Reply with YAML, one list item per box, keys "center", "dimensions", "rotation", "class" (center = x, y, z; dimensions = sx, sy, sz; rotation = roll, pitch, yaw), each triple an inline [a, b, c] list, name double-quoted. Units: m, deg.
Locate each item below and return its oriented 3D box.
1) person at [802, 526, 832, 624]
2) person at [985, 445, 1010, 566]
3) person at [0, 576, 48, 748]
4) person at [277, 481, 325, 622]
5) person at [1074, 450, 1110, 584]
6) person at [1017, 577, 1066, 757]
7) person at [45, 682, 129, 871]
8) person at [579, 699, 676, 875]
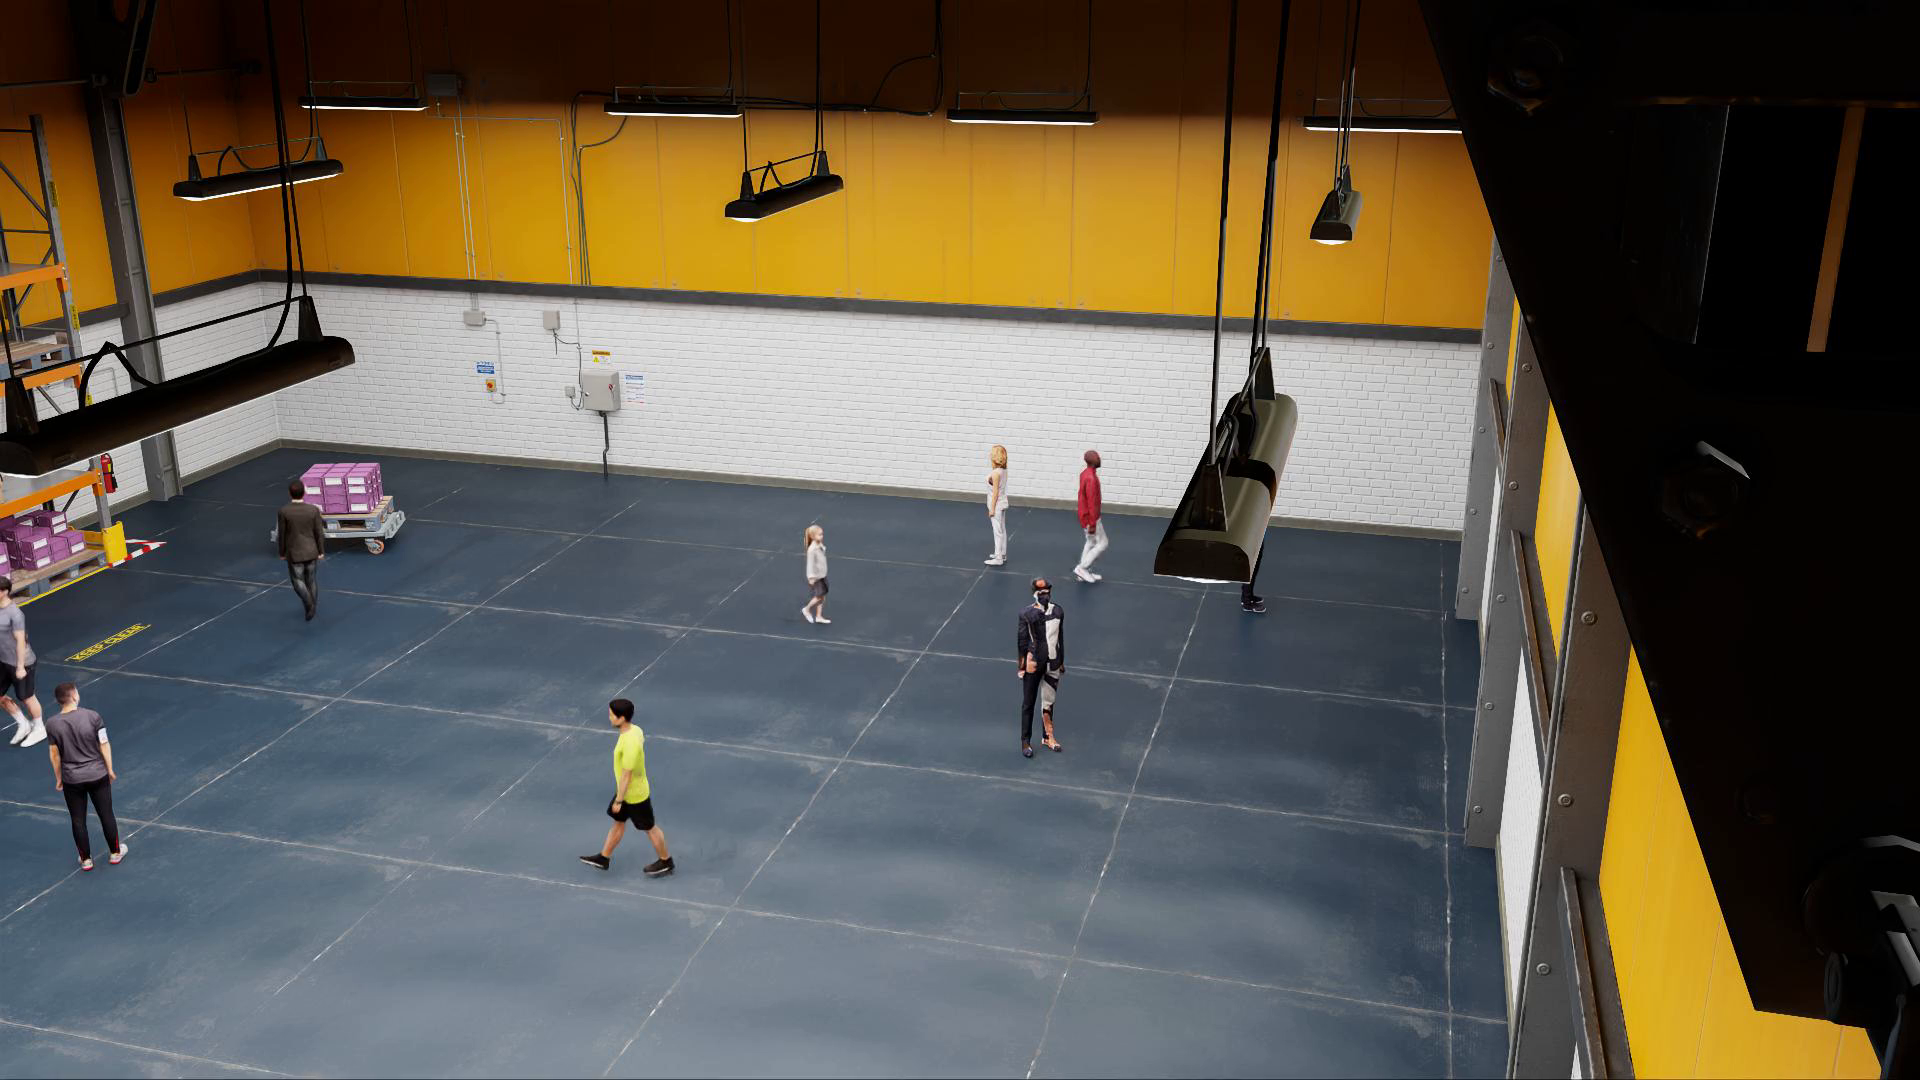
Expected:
- center: [-1.819, 0.428, 20.599]
  dimensions: [0.612, 1.271, 0.553]
  rotation: [8, 20, 23]
  class: "person"
- center: [0.523, -0.490, 22.699]
  dimensions: [0.644, 1.671, 0.469]
  rotation: [5, 19, 16]
  class: "person"
- center: [-9.742, 1.227, 17.305]
  dimensions: [0.755, 1.860, 0.757]
  rotation: [9, 21, 26]
  class: "person"
- center: [-8.126, 0.167, 20.571]
  dimensions: [0.994, 1.784, 1.042]
  rotation: [-11, 22, -31]
  class: "person"
- center: [1.641, -0.298, 21.915]
  dimensions: [0.847, 1.807, 0.730]
  rotation: [-1, 19, -4]
  class: "person"
- center: [0.829, 1.278, 17.102]
  dimensions: [0.771, 1.893, 0.799]
  rotation: [-7, 20, -21]
  class: "person"
- center: [-7.830, 2.103, 14.855]
  dimensions: [0.727, 1.762, 0.755]
  rotation: [-7, 20, -20]
  class: "person"
- center: [-2.808, 2.205, 14.707]
  dimensions: [1.033, 1.663, 1.102]
  rotation: [-5, 19, -14]
  class: "person"
